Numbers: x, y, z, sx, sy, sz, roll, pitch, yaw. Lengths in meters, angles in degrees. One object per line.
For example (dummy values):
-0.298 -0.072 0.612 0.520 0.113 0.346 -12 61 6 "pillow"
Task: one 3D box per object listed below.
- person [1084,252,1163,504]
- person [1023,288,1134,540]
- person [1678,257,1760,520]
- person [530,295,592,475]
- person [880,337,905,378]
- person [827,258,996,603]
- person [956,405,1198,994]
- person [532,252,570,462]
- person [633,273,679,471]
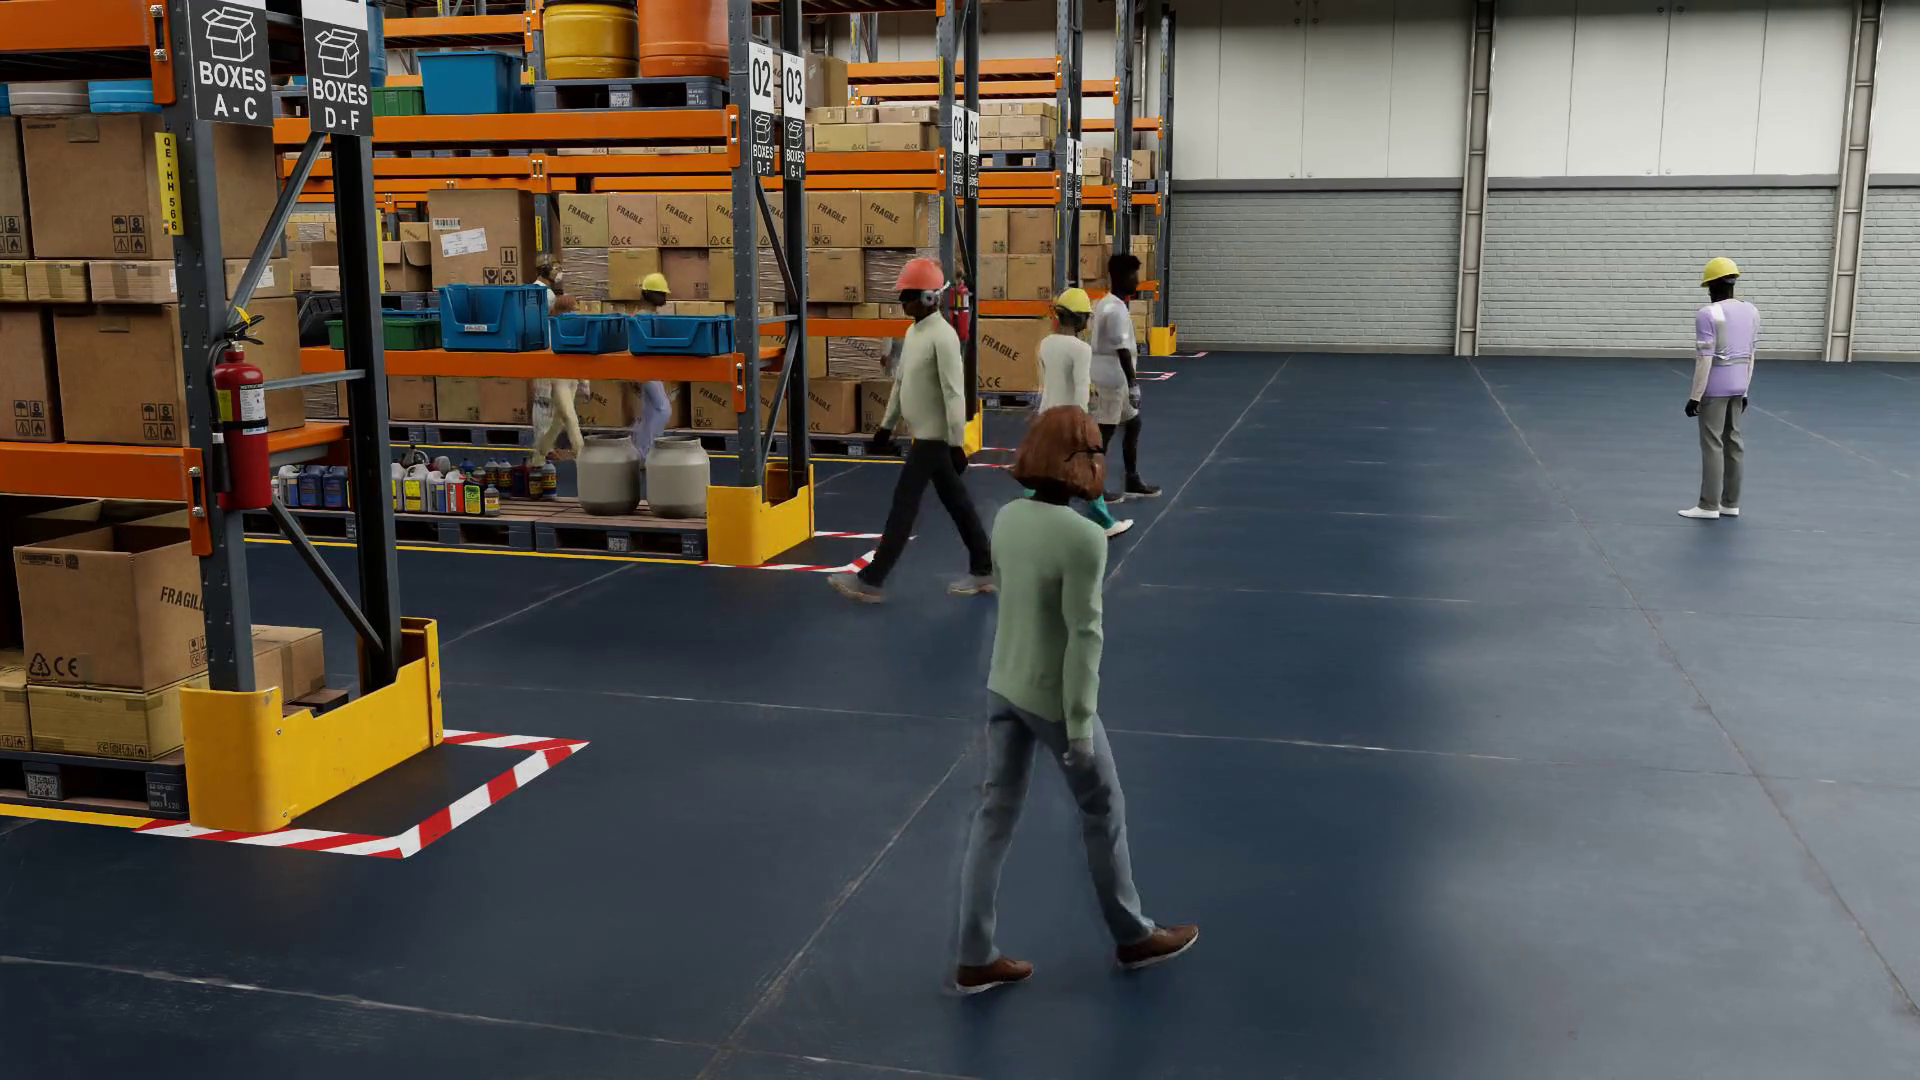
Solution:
1.316 -1.233 12.836 0.779 1.938 0.651 0 10 -1 "person"
0.740 -0.810 11.104 0.900 1.718 0.540 -8 13 -36 "person"
5.551 -1.102 12.195 0.590 1.914 0.399 -5 11 -26 "person"
-3.337 -1.274 14.069 0.885 1.579 0.511 4 11 19 "person"
-0.597 -2.014 17.514 0.449 1.816 0.615 8 13 38 "person"
-0.222 -0.609 9.405 1.044 1.936 0.605 -2 10 -13 "person"
0.313 0.430 4.558 0.796 1.594 0.521 -7 12 -32 "person"
-3.830 -1.682 15.373 0.363 1.934 0.625 -3 11 -15 "person"
-2.653 -1.456 14.619 0.548 1.748 0.525 1 10 7 "person"
